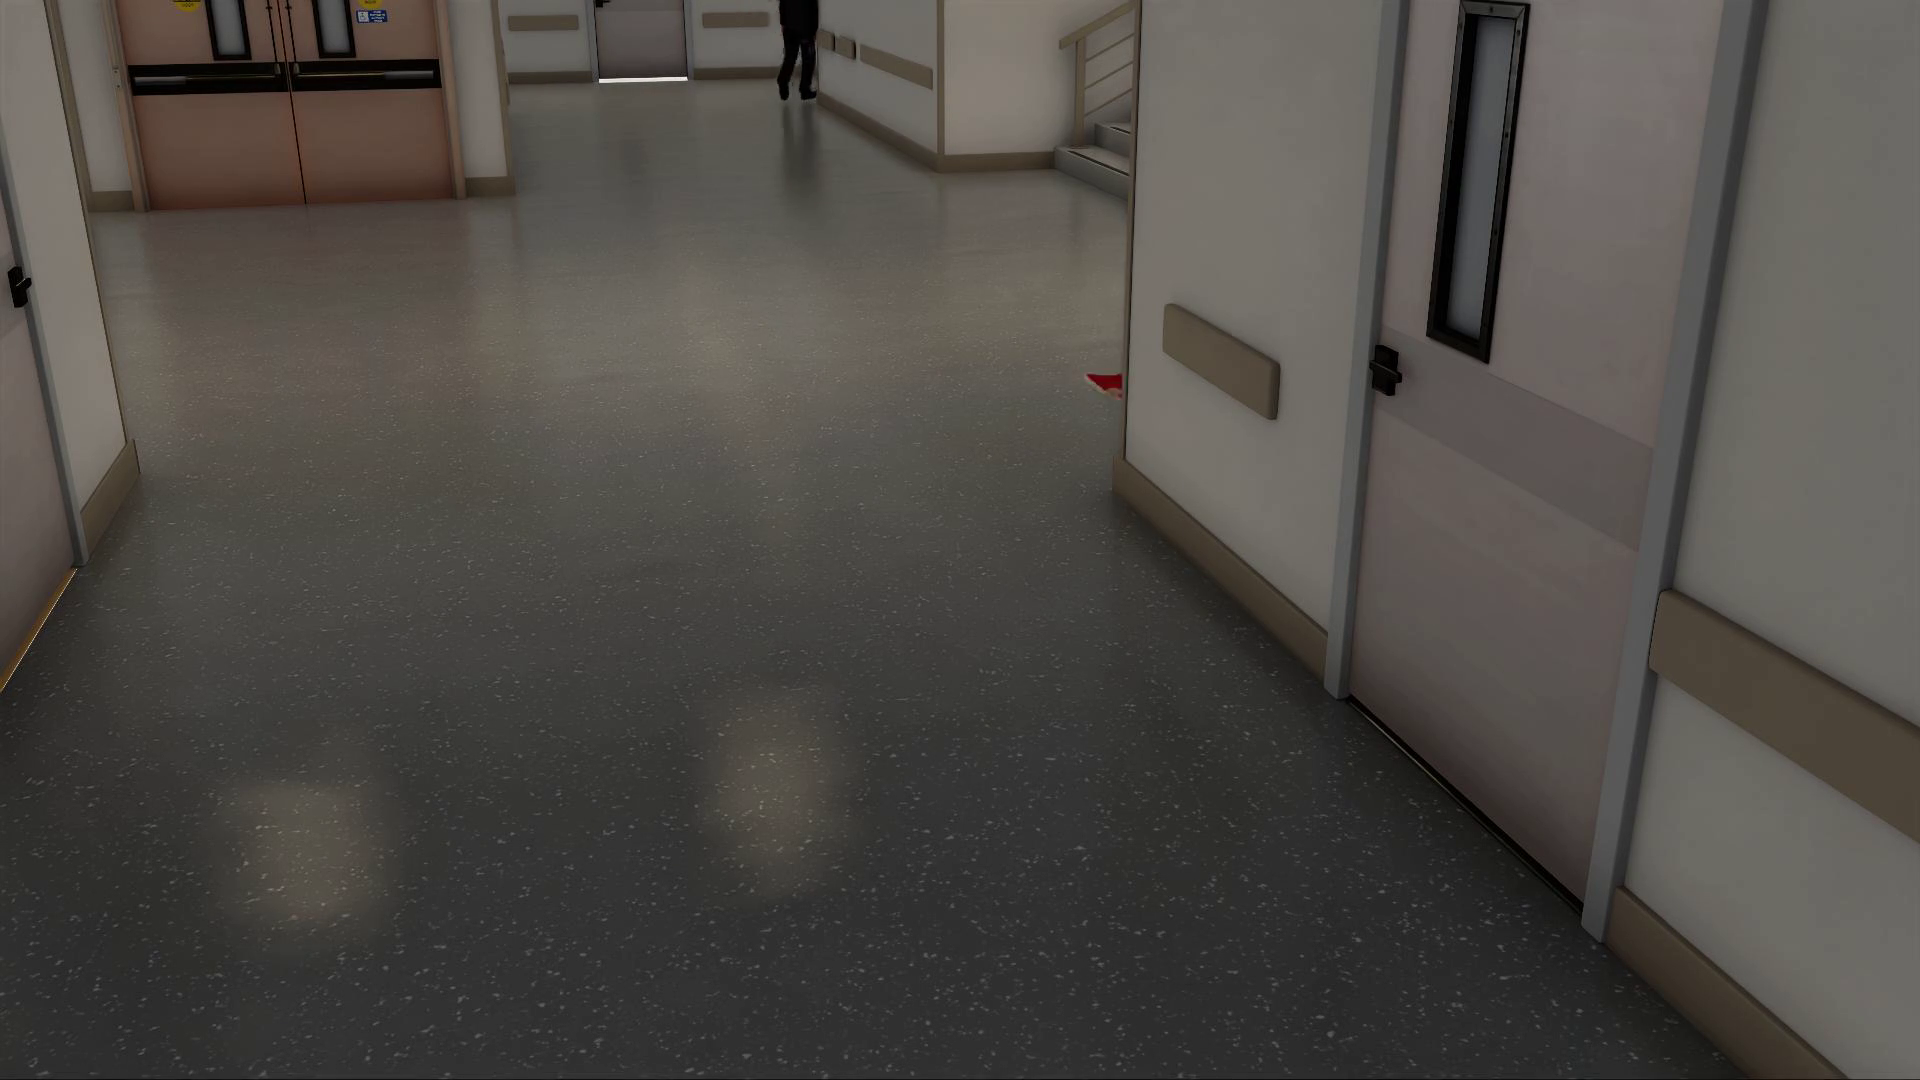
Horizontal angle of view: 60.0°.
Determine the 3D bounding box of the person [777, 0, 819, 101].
[{"bbox_3d":[-1.999,-6.339,20.532,1.161,1.829,1.198,8,22,19],"label":"person"}]
